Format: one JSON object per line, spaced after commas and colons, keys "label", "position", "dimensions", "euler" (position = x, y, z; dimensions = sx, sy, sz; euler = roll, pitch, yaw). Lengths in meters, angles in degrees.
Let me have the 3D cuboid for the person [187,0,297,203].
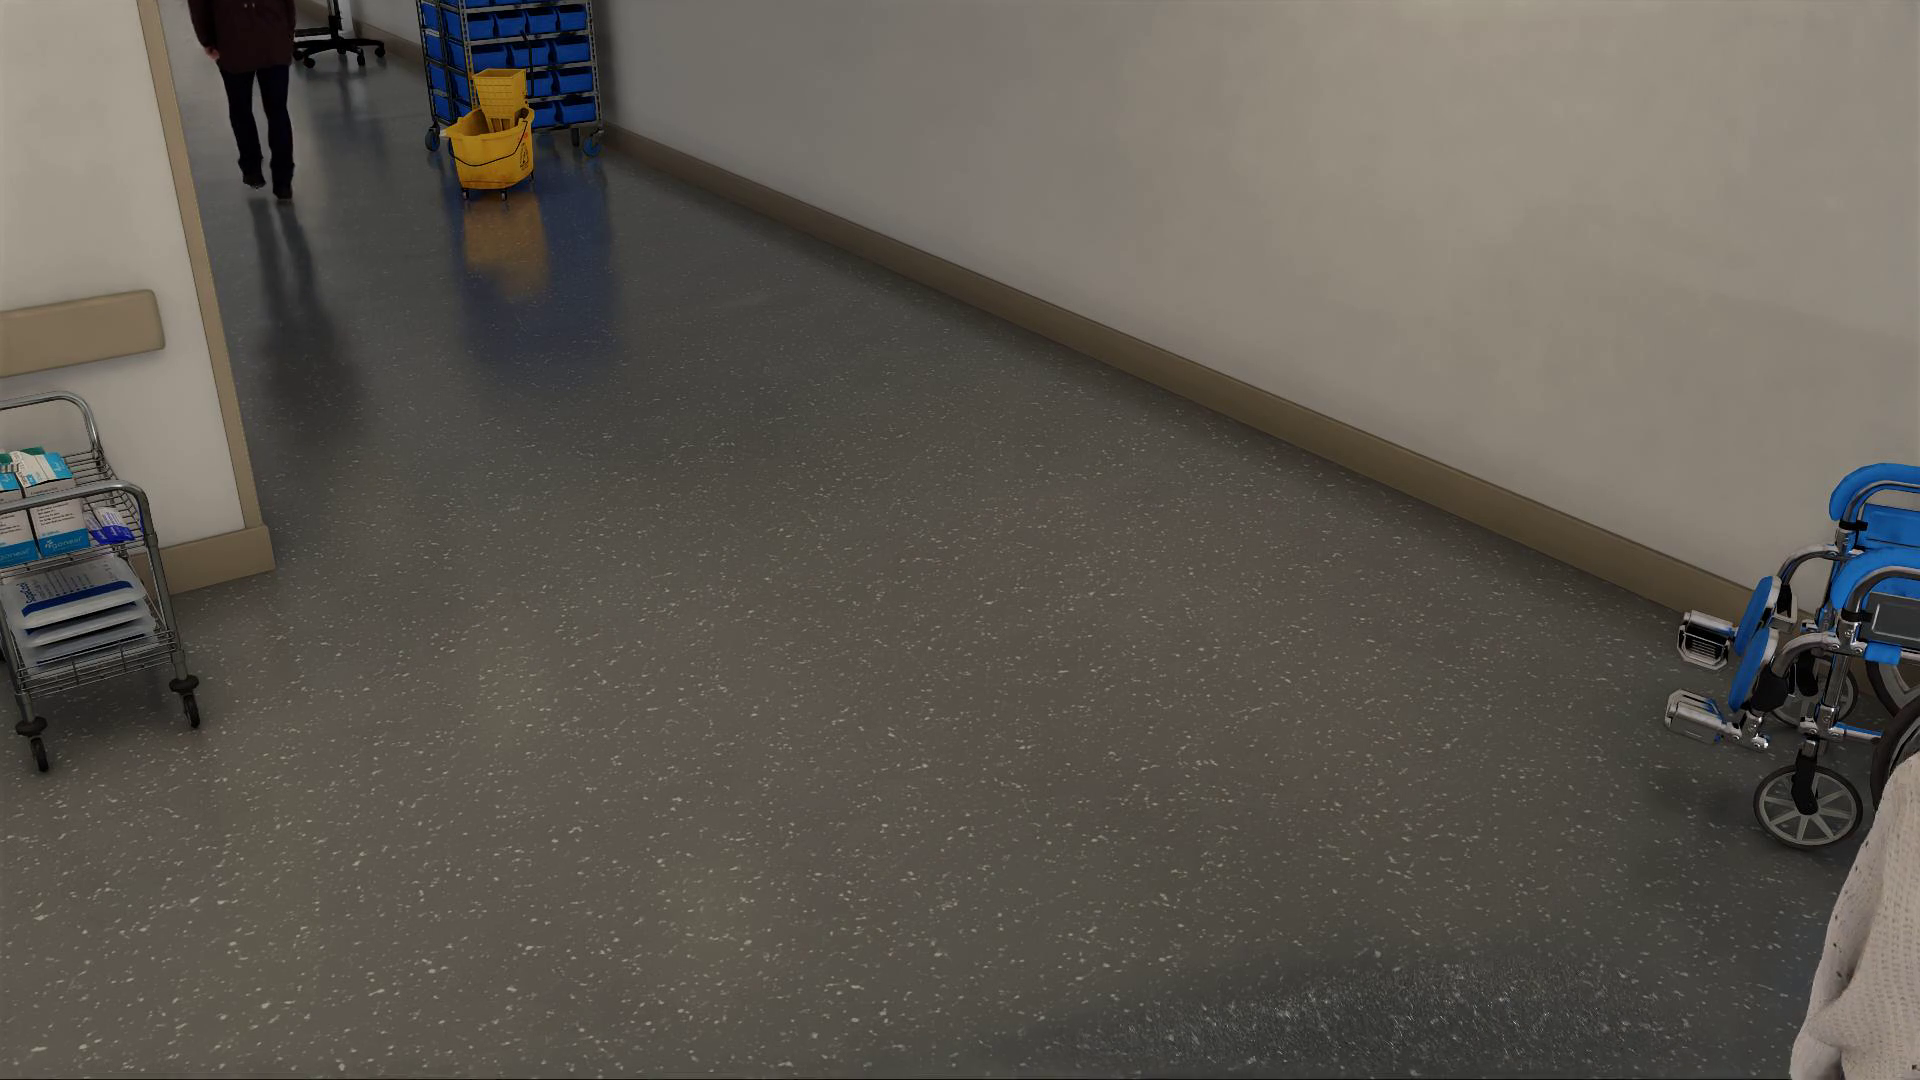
{"label": "person", "position": [-4.062, -2.859, 9.568], "dimensions": [0.841, 1.822, 0.873], "euler": [-12, 28, -23]}
